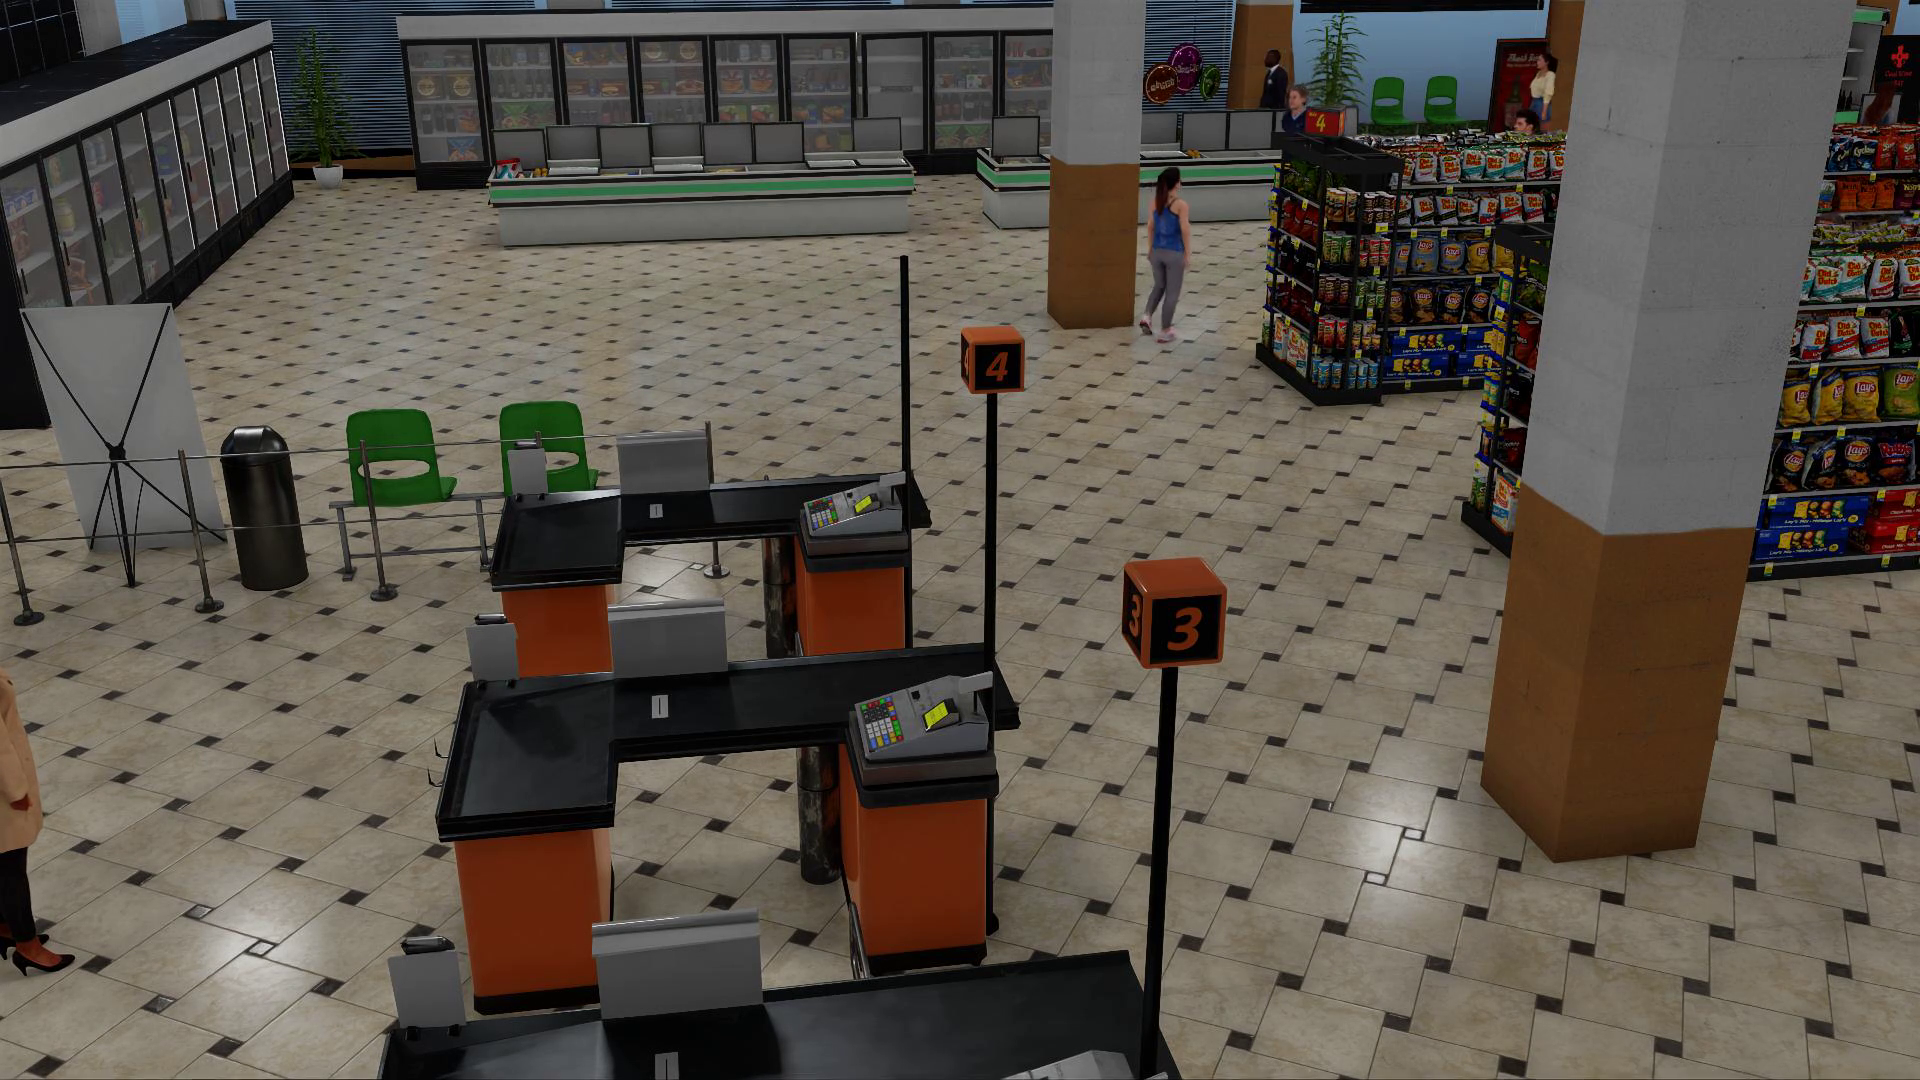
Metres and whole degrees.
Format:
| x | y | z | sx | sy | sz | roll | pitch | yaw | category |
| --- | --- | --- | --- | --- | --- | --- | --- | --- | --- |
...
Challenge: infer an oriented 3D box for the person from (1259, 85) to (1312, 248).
| x | y | z | sx | sy | sz | roll | pitch | yaw | category |
| --- | --- | --- | --- | --- | --- | --- | --- | --- | --- |
| 3.899 | -4.238 | 19.003 | 0.966 | 1.848 | 0.871 | -16 | 27 | -35 | person |

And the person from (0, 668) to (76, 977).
| x | y | z | sx | sy | sz | roll | pitch | yaw | category |
| --- | --- | --- | --- | --- | --- | --- | --- | --- | --- |
| -3.748 | 0.915 | 6.402 | 0.706 | 1.682 | 0.732 | 19 | 29 | 39 | person |

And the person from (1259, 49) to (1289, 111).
| x | y | z | sx | sy | sz | roll | pitch | yaw | category |
| --- | --- | --- | --- | --- | --- | --- | --- | --- | --- |
| 4.434 | -5.890 | 23.183 | 0.898 | 1.798 | 0.765 | -1 | 22 | -2 | person |

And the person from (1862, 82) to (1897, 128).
| x | y | z | sx | sy | sz | roll | pitch | yaw | category |
| --- | --- | --- | --- | --- | --- | --- | --- | --- | --- |
| 11.300 | -4.803 | 20.606 | 0.546 | 1.701 | 0.635 | -7 | 23 | -16 | person |

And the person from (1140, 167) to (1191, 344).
| x | y | z | sx | sy | sz | roll | pitch | yaw | category |
| --- | --- | --- | --- | --- | --- | --- | --- | --- | --- |
| 1.859 | -2.585 | 15.225 | 0.736 | 1.598 | 0.800 | 19 | 28 | 38 | person |
